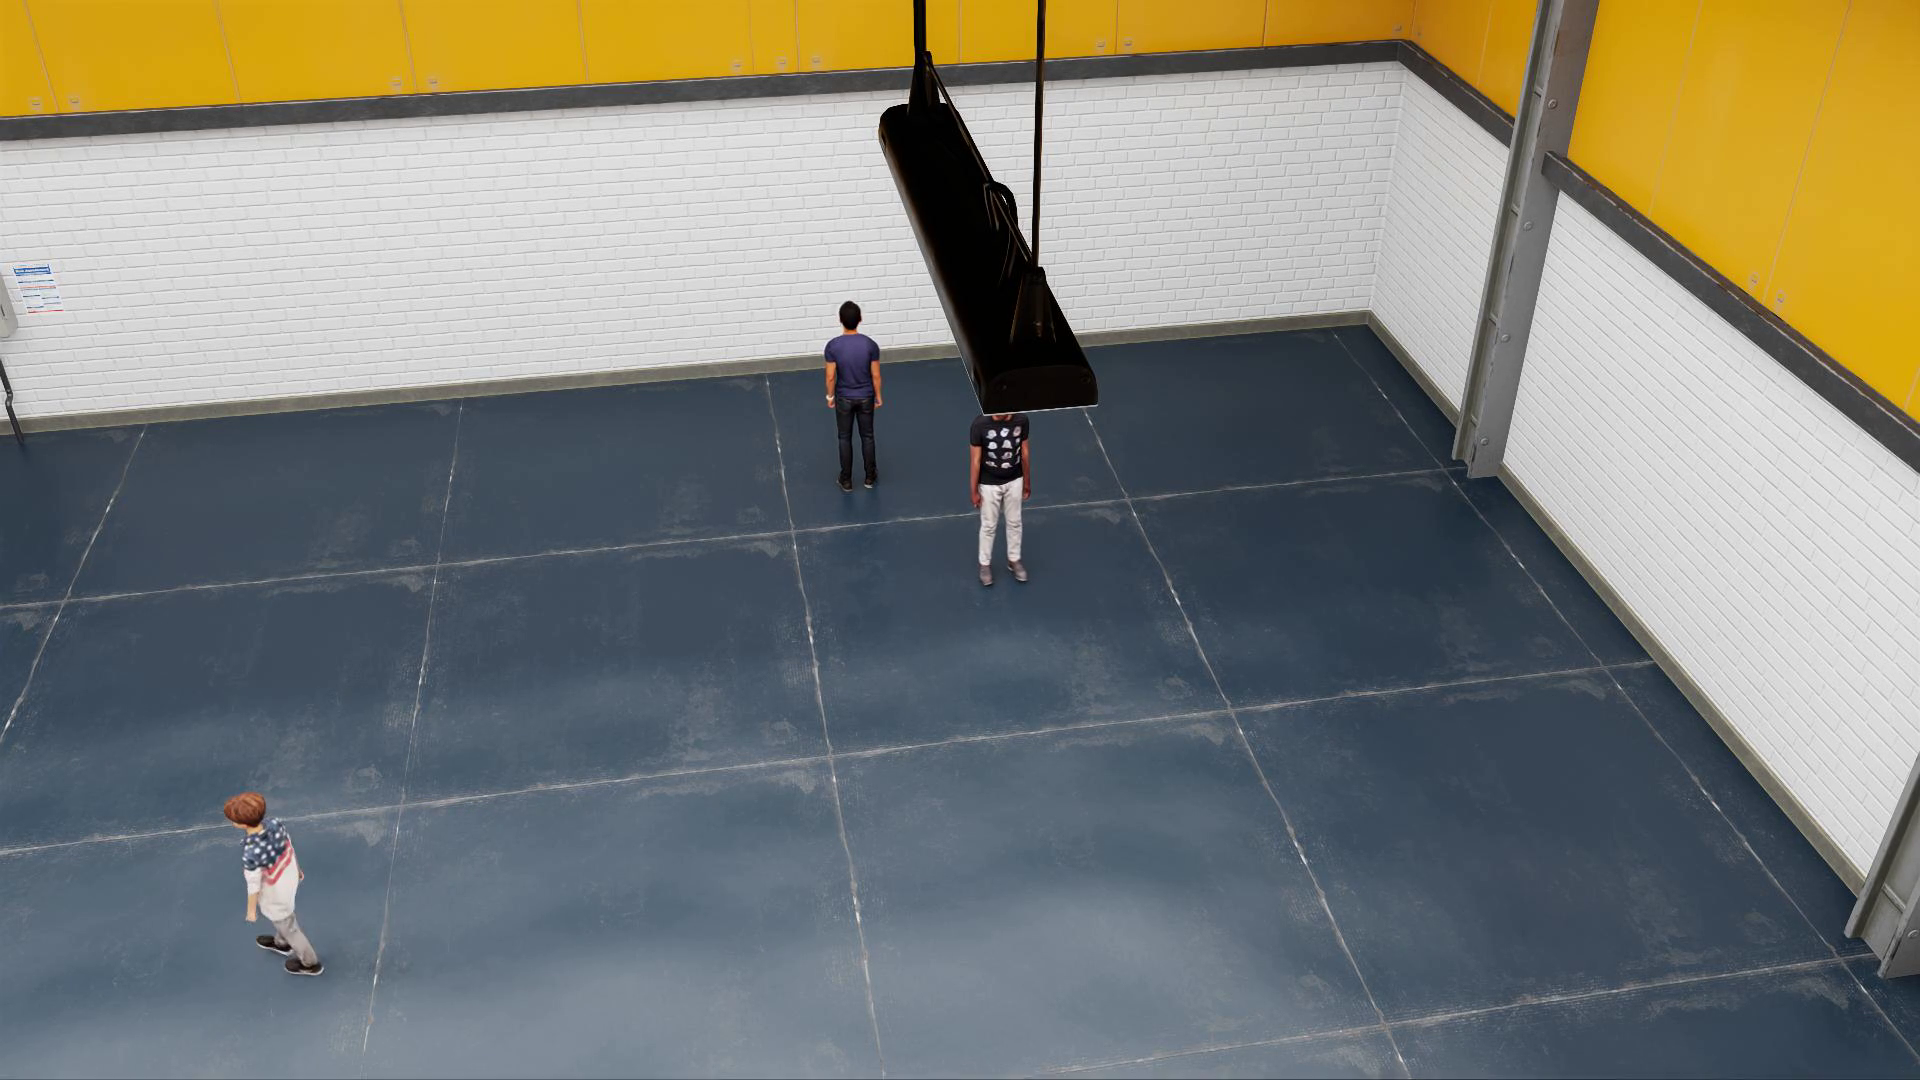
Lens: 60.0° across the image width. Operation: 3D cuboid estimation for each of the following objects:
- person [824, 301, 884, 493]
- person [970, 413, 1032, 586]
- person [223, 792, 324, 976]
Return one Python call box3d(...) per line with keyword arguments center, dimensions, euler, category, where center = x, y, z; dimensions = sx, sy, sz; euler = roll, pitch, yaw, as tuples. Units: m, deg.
box3d(center=(-0.928, -1.258, 14.600), dimensions=(0.652, 1.795, 0.563), euler=(-4, 34, -6), category="person")
box3d(center=(0.324, -0.477, 13.421), dimensions=(0.678, 1.802, 0.635), euler=(-9, 35, -13), category="person")
box3d(center=(-4.033, 2.064, 9.933), dimensions=(0.720, 1.430, 0.724), euler=(5, 34, 7), category="person")
